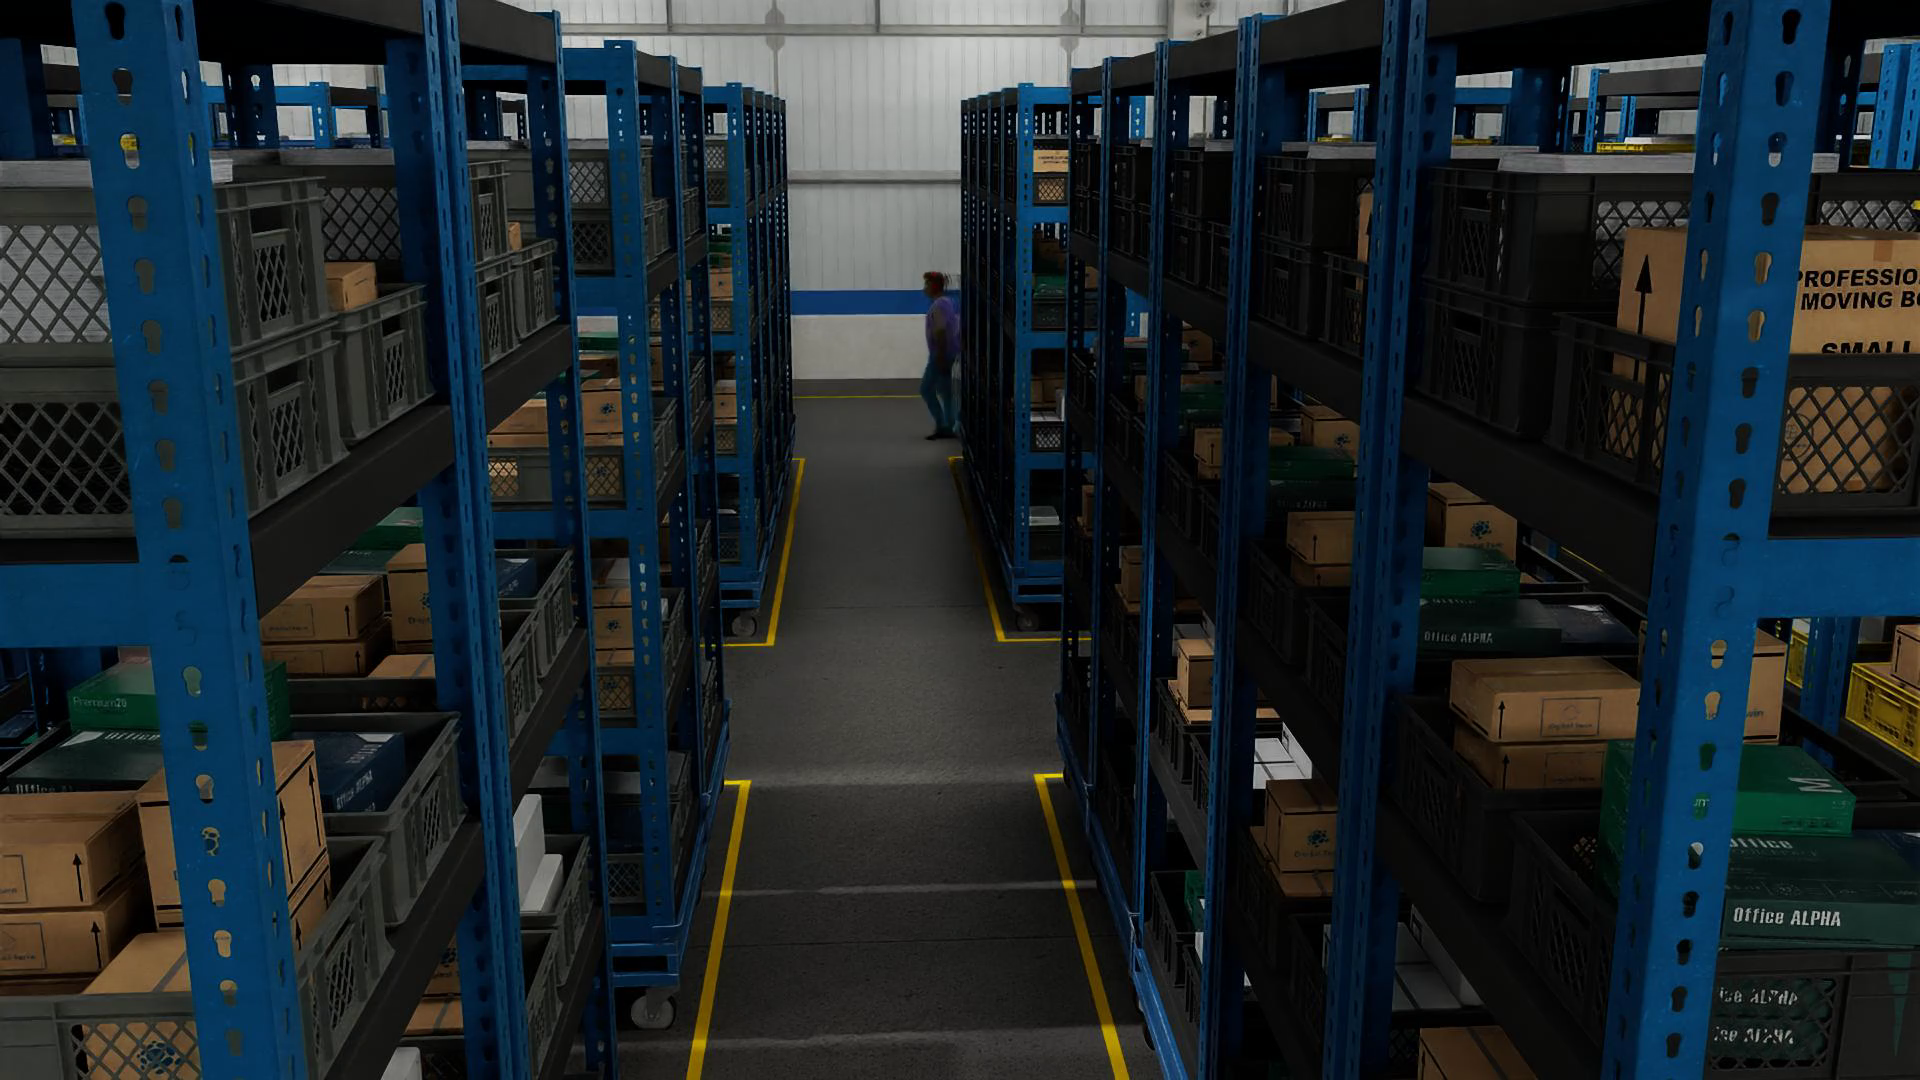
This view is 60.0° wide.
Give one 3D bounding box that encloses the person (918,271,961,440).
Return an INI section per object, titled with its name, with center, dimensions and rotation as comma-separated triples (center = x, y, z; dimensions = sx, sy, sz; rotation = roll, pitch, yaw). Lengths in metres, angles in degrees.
[person]
center = -0.232, -1.981, 17.999
dimensions = 0.492, 1.830, 0.567
rotation = 3, 14, 12
